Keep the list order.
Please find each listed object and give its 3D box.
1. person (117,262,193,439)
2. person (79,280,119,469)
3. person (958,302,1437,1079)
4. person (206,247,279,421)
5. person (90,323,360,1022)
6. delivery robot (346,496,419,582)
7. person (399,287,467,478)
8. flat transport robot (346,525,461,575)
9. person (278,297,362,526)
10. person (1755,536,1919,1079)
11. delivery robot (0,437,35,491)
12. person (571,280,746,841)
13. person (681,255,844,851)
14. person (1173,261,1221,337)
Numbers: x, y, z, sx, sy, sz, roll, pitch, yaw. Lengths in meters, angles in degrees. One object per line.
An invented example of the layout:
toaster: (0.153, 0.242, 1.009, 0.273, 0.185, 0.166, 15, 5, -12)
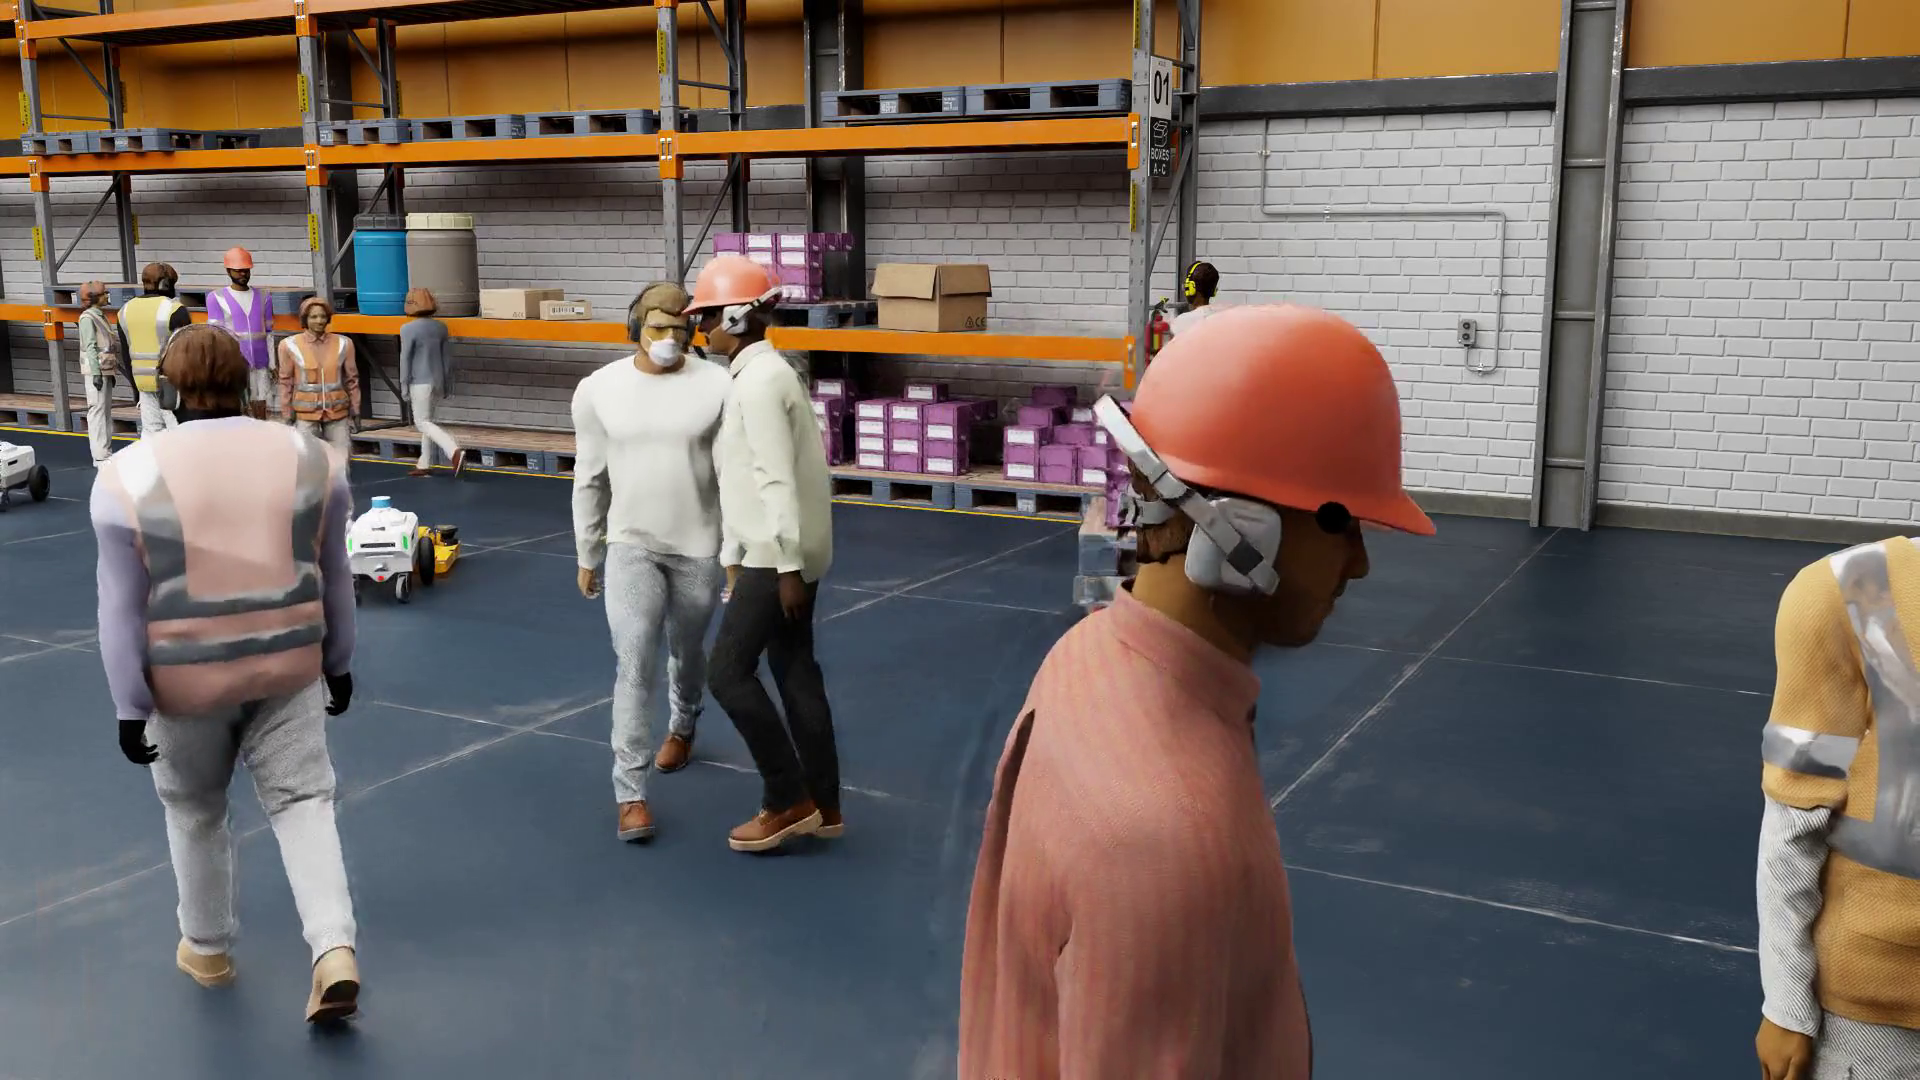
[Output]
person: (-5.823, -1.110, 12.222, 0.621, 1.838, 0.429, 3, 11, 18)
person: (-7.549, -1.449, 14.602, 0.309, 1.645, 0.515, -3, 11, -16)
person: (0.097, 0.737, 1.752, 0.716, 1.962, 0.645, 0, 10, 2)
person: (-6.043, -1.499, 14.076, 0.548, 1.938, 0.358, -10, 14, -44)
person: (-1.852, 0.349, 4.279, 0.631, 1.813, 0.870, -8, 13, -37)
delivery robot: (-3.260, -0.003, 9.406, 0.477, 0.478, 0.707, -3, 11, -14)
person: (-4.398, -1.297, 13.859, 0.687, 1.616, 0.500, 5, 12, 27)
flat transport robot: (-3.806, 0.066, 10.067, 1.431, 0.197, 0.652, -2, 10, -9)
person: (-4.331, -0.829, 11.276, 0.521, 1.624, 0.336, -7, 12, -33)
person: (1.416, 0.639, 2.371, 0.543, 1.932, 0.365, 0, 10, 0)
delivery robot: (-7.242, -0.565, 12.488, 0.477, 0.478, 0.707, -2, 11, -9)
person: (-1.052, 0.019, 5.936, 0.636, 1.893, 1.011, -1, 10, -7)
person: (-0.635, 0.055, 5.485, 0.540, 1.961, 0.652, 0, 10, 0)
person: (1.520, -0.840, 10.650, 0.516, 1.872, 0.327, -8, 13, -37)
